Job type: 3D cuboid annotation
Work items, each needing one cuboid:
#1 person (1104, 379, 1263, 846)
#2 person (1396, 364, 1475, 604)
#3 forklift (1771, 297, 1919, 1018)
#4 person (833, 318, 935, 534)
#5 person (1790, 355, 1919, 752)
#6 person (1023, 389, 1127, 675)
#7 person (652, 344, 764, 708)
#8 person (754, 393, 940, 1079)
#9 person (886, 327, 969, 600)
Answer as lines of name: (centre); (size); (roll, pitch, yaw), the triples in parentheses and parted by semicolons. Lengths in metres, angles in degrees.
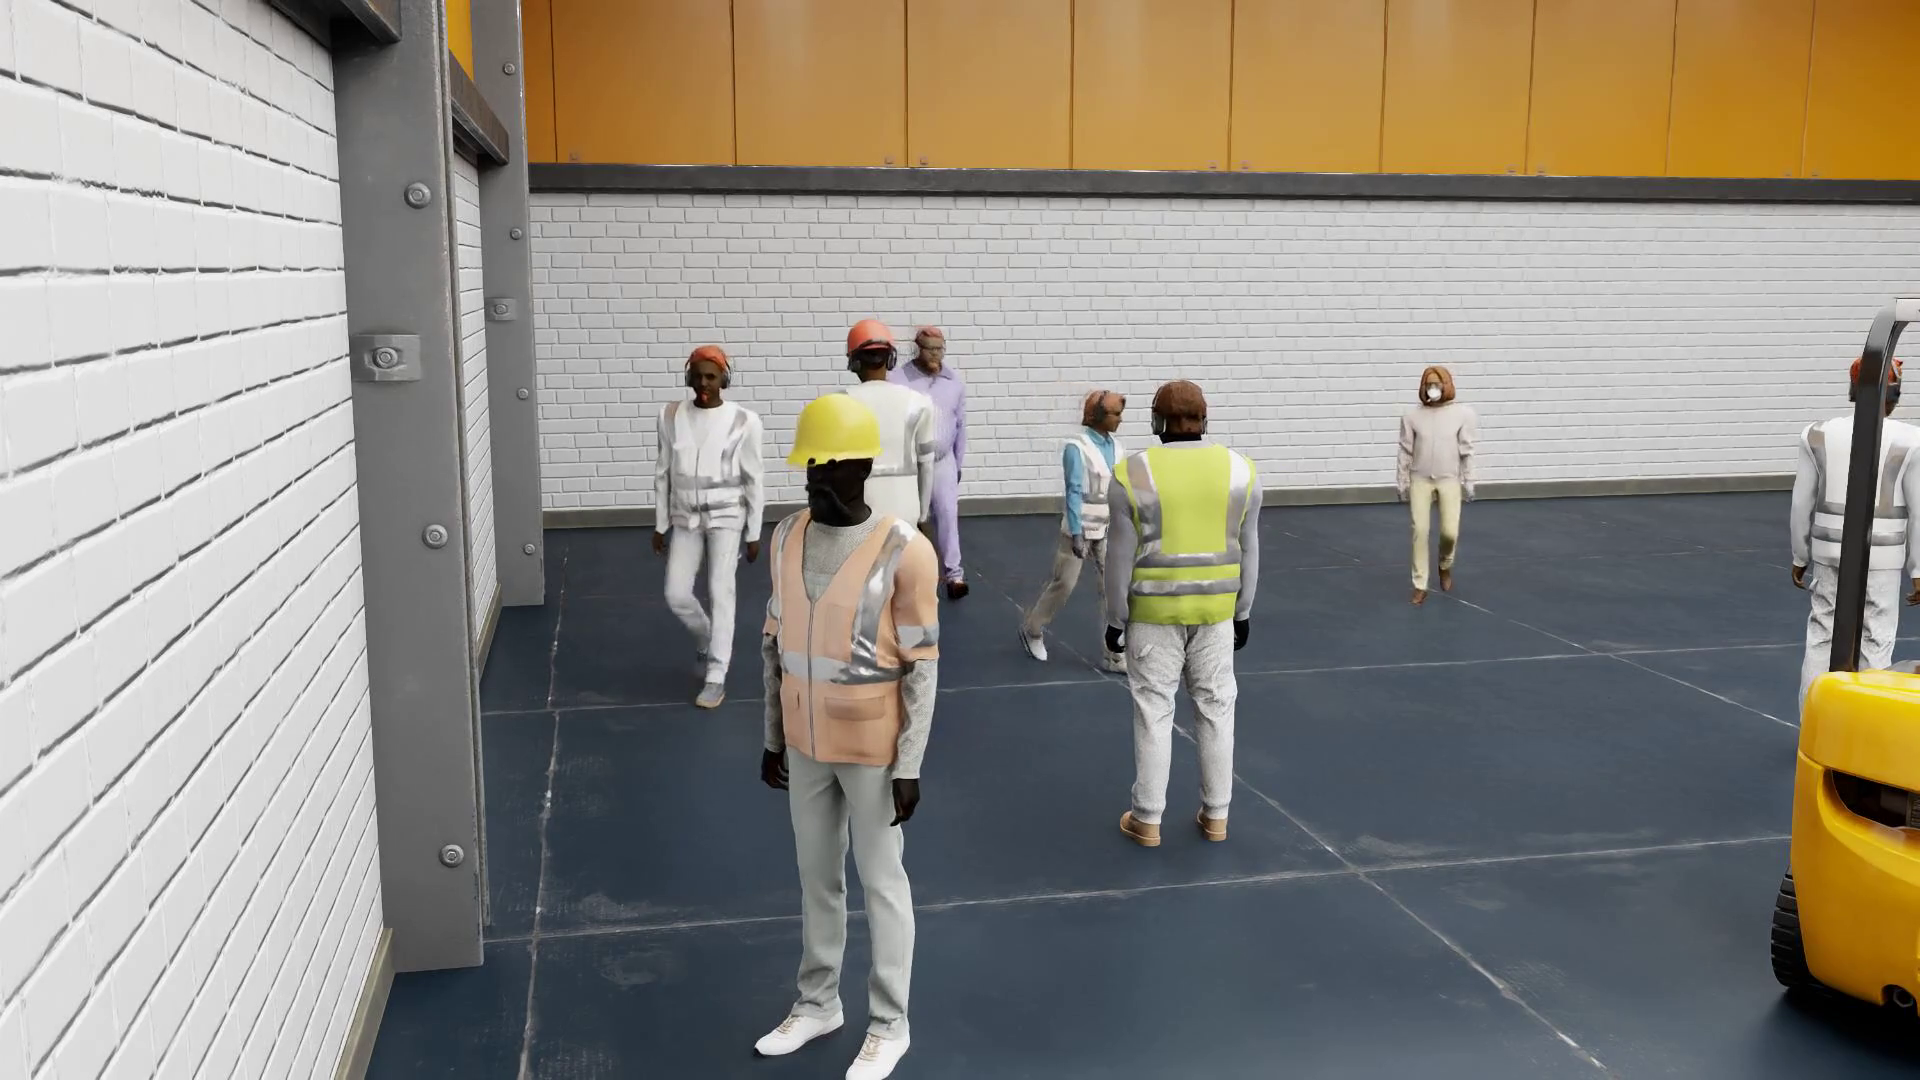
person: (0.856, 0.290, 6.534); (0.623, 1.839, 0.429); (-2, 9, -10)
person: (3.218, -0.379, 11.262); (0.530, 1.620, 0.401); (4, 10, 22)
forklift: (3.542, 0.334, 5.177); (2.313, 2.155, 1.214); (-9, 13, -43)
person: (-0.434, -0.134, 8.604); (0.618, 2.005, 0.825); (-2, 9, -10)
person: (4.086, 0.097, 7.565); (0.337, 1.881, 0.584); (-9, 13, -43)
person: (0.687, -0.056, 9.373); (0.531, 1.600, 0.832); (-8, 12, -41)
person: (-1.302, -0.081, 8.661); (0.608, 1.875, 0.500); (2, 10, 11)
person: (-0.328, 0.551, 4.661); (0.587, 1.928, 0.362); (6, 11, 34)
person: (-0.227, -0.516, 11.388); (0.661, 1.855, 0.995); (-3, 10, -15)
